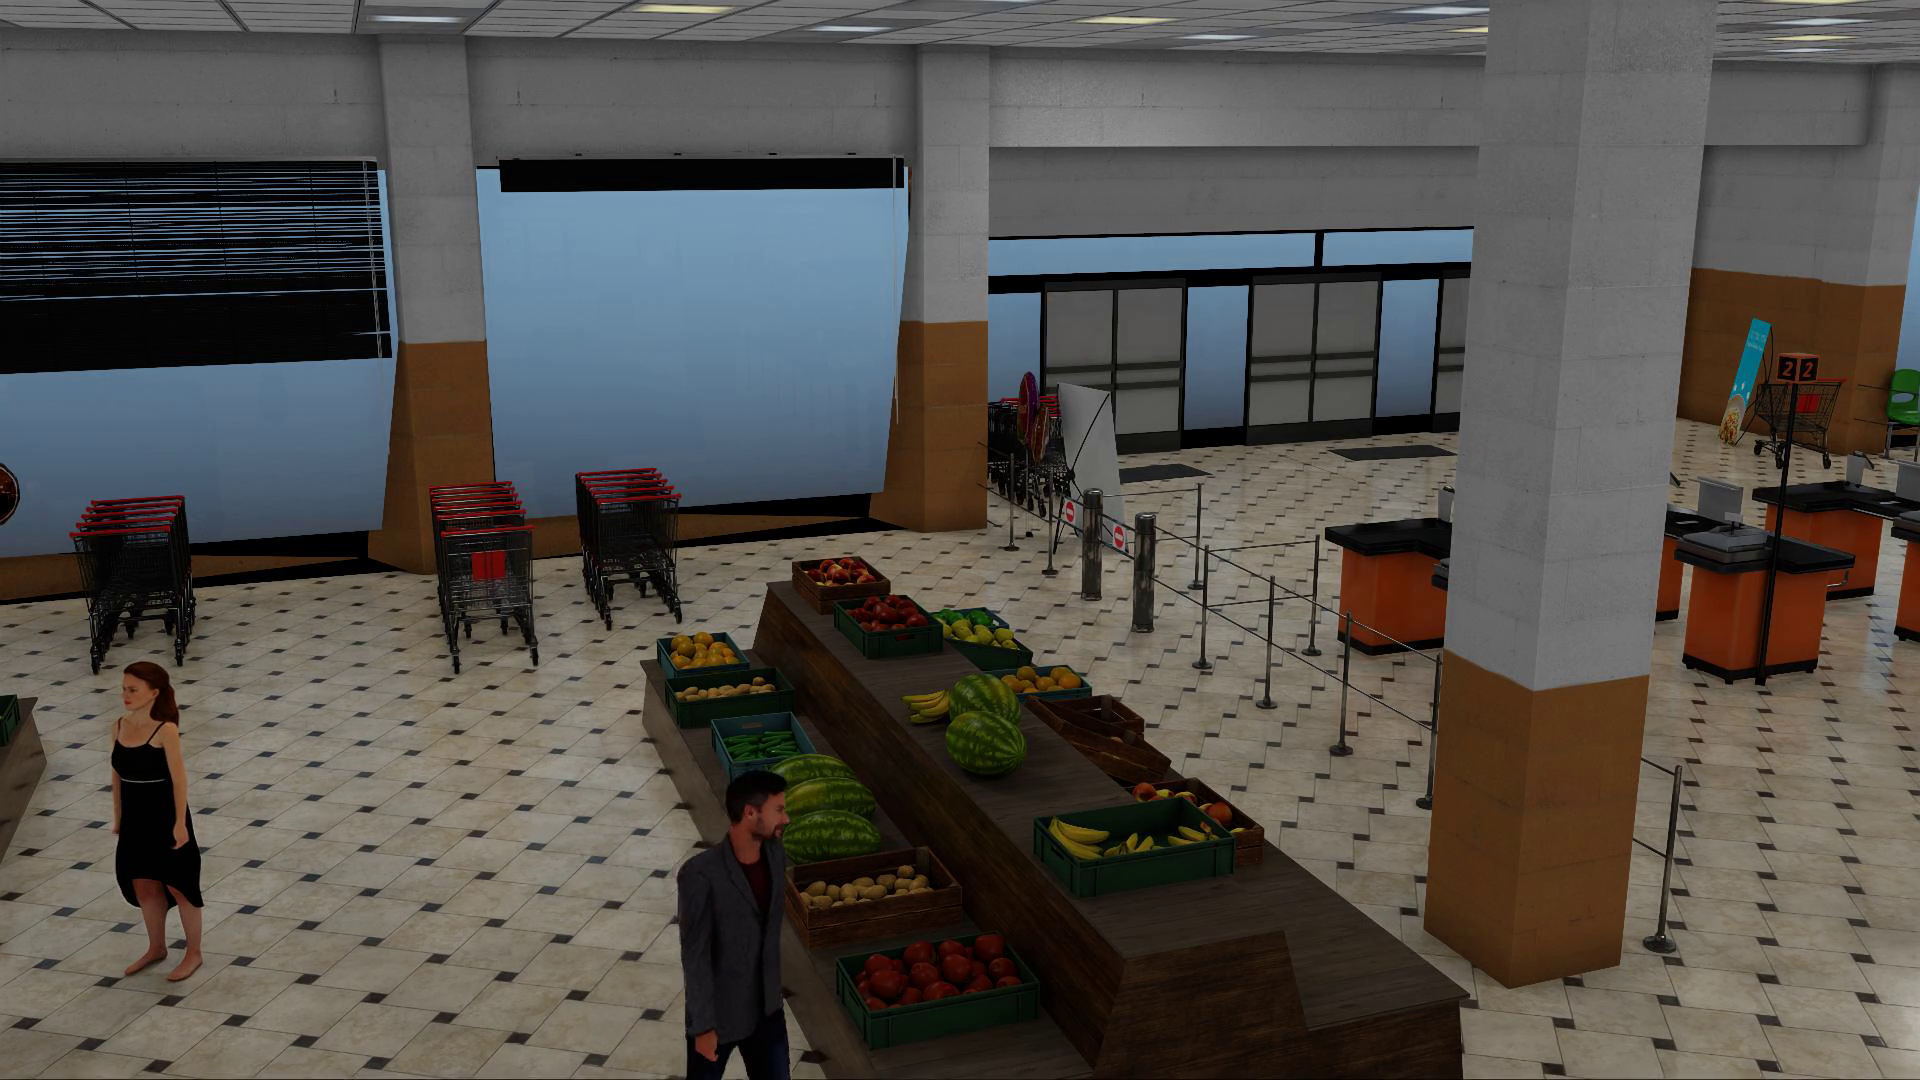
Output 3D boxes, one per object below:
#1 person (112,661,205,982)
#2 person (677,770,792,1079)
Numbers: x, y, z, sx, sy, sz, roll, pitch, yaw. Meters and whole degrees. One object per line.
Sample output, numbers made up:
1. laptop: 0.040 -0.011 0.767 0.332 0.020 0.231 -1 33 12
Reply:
1. person: -3.983 1.380 8.259 0.677 1.625 0.727 5 14 19
2. person: -0.915 1.758 6.277 1.032 1.825 1.285 -12 18 -40
